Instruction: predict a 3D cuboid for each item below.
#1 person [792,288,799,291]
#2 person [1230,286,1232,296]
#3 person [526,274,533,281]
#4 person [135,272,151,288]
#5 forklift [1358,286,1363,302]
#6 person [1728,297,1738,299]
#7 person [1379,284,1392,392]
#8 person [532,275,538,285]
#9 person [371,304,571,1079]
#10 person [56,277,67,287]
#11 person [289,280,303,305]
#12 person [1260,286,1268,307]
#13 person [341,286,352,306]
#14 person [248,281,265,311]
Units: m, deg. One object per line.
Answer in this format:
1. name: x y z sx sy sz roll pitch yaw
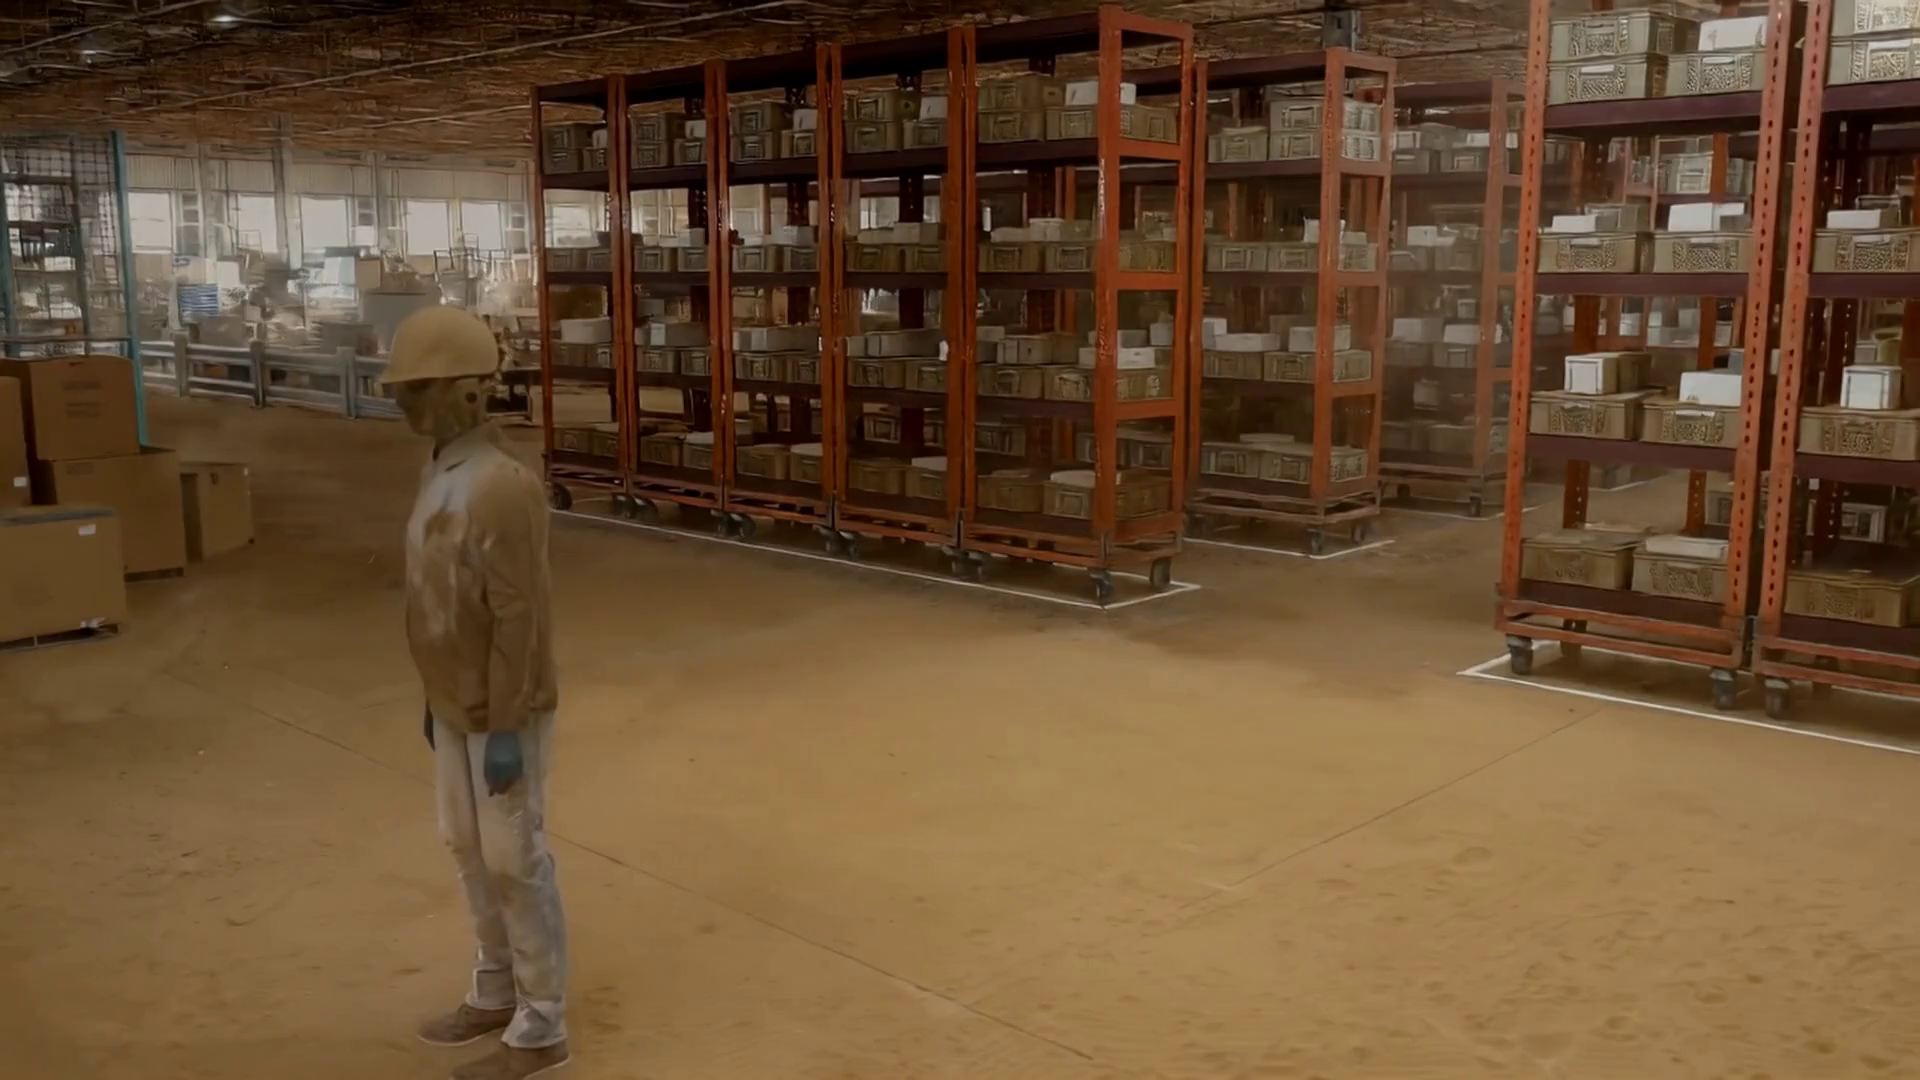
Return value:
1. person: -7.114 -10.552 71.668 0.629 1.880 0.899 -2 9 -12
2. person: 9.322 -8.044 56.990 0.875 1.644 0.553 -9 13 -44
3. person: -25.146 -14.719 97.527 0.538 1.791 0.987 2 10 13
4. person: -26.704 -7.800 54.334 1.050 2.000 0.680 -8 12 -41
5. forklift: 11.100 -7.017 46.970 1.873 2.768 1.129 9 13 43
6. person: 18.265 -5.255 39.550 0.949 1.783 0.604 -8 12 -41
7. person: 6.474 -3.015 25.505 0.627 1.877 0.921 8 13 42
8. person: -24.637 -14.498 96.456 0.495 1.694 0.927 0 9 1
9. person: -1.240 0.404 4.226 0.401 1.987 0.609 -8 12 -39
10. person: -42.258 -11.628 78.522 0.918 1.798 0.660 1 9 7
11. person: -15.513 -5.153 38.816 0.544 1.808 1.003 9 13 43
12. person: 8.341 -6.388 46.134 0.597 1.907 0.971 -1 9 -5
13. person: -22.126 -8.649 59.901 0.464 1.922 0.641 -4 10 -23
14. person: -19.738 -6.423 46.831 0.604 1.739 0.546 5 10 27
